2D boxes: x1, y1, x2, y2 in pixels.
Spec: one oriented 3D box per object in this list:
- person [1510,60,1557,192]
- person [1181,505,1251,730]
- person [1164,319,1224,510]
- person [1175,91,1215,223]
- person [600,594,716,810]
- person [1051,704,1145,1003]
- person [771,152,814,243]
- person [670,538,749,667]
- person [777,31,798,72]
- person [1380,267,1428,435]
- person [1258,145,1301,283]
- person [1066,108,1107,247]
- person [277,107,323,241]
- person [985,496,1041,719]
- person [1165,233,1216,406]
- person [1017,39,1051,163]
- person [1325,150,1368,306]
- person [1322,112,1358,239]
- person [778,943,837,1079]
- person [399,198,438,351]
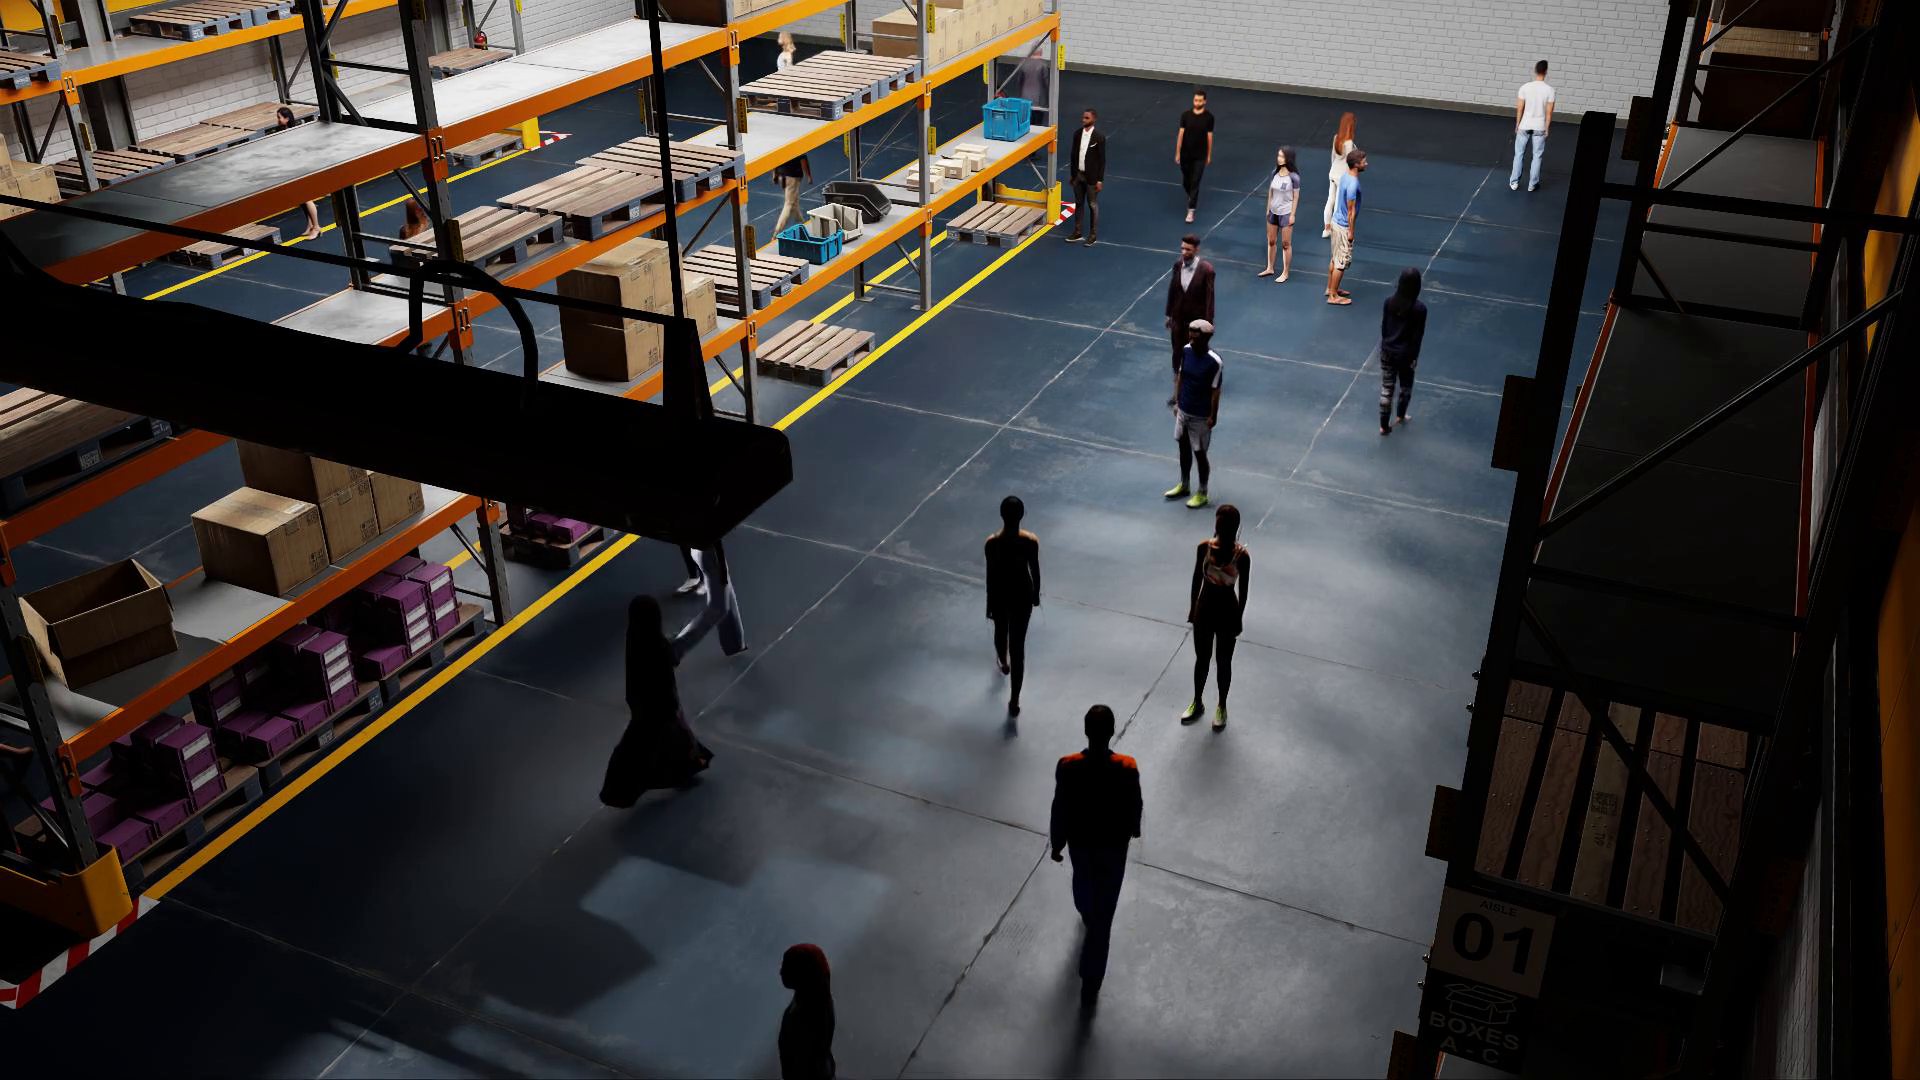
[{"bbox_3d":[8.320,-6.013,24.151,0.669,1.863,0.550,12,31,21],"label":"person"},{"bbox_3d":[1.889,0.547,12.199,0.554,1.792,0.550,13,31,22],"label":"person"},{"bbox_3d":[2.200,-1.211,15.383,0.756,1.829,0.746,-21,35,-33],"label":"person"},{"bbox_3d":[3.251,-5.361,23.096,0.756,1.727,1.172,8,30,15],"label":"person"},{"bbox_3d":[-2.052,1.057,11.457,1.204,1.606,0.983,-18,34,-30],"label":"person"},{"bbox_3d":[0.810,1.848,9.786,0.865,1.819,1.290,6,29,11],"label":"person"},{"bbox_3d":[-2.285,-4.742,21.871,0.828,1.814,1.248,19,34,31],"label":"person"},{"bbox_3d":[-2.004,0.227,12.817,1.066,1.761,0.881,-19,34,-31],"label":"person"},{"bbox_3d":[-2.669,-7.256,26.581,0.826,1.717,0.754,-6,29,-11],"label":"person"},{"bbox_3d":[4.378,-1.876,16.720,0.639,1.716,0.746,15,32,26],"label":"person"},{"bbox_3d":[4.027,-4.091,20.790,0.657,1.707,0.669,-22,35,-34],"label":"person"},{"bbox_3d":[1.684,-4.813,22.017,0.711,1.799,0.652,22,35,34],"label":"person"},{"bbox_3d":[-8.841,-4.897,22.203,0.799,1.769,0.776,-19,34,-30],"label":"person"},{"bbox_3d":[0.394,0.521,12.367,0.986,1.676,1.236,-2,29,-4],"label":"person"},{"bbox_3d":[2.444,-2.326,17.407,0.825,1.849,0.933,21,35,34],"label":"person"},{"bbox_3d":[1.100,-6.718,25.479,0.783,1.829,0.753,22,35,34],"label":"person"},{"bbox_3d":[4.642,-3.798,20.093,0.786,1.859,0.656,0,29,0],"label":"person"},{"bbox_3d":[5.060,-4.835,22.150,0.743,1.710,0.681,-9,30,-17],"label":"person"},{"bbox_3d":[-0.645,2.736,8.243,1.025,1.737,1.157,-2,29,-4],"label":"person"},{"bbox_3d":[-6.070,-2.949,18.749,0.766,1.657,1.232,7,29,12],"label":"person"}]
